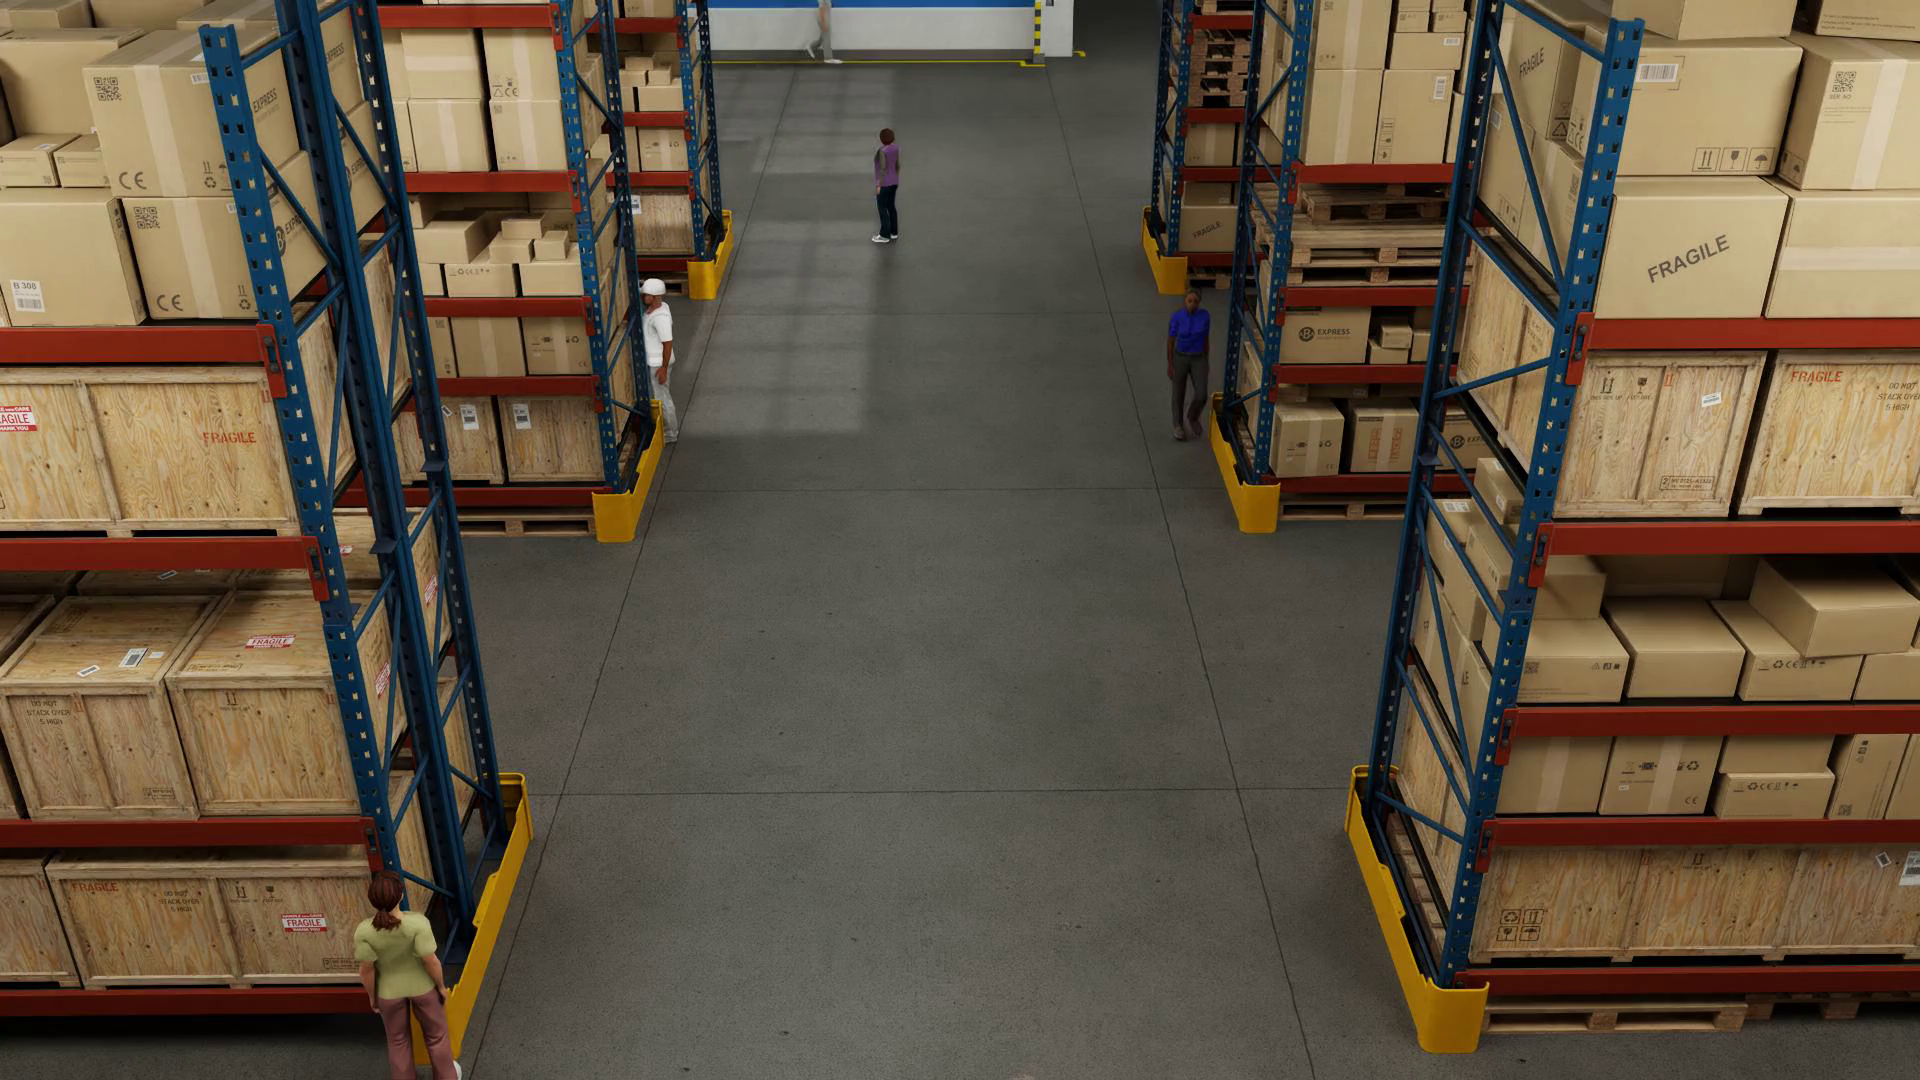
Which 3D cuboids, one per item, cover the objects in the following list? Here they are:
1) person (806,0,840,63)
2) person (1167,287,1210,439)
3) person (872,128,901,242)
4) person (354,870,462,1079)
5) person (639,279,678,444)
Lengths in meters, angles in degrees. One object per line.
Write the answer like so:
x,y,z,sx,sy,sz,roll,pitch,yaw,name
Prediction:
-2.784,-10.407,33.370,0.678,1.660,0.492,-1,28,-1,person
2.392,-1.830,17.386,0.475,1.659,0.443,-1,28,-2,person
-1.043,-4.998,23.377,0.342,1.599,0.406,18,33,30,person
-3.099,2.512,9.333,0.434,1.670,0.405,-6,29,-11,person
-3.175,-1.878,17.397,0.384,1.771,0.563,-8,29,-15,person
